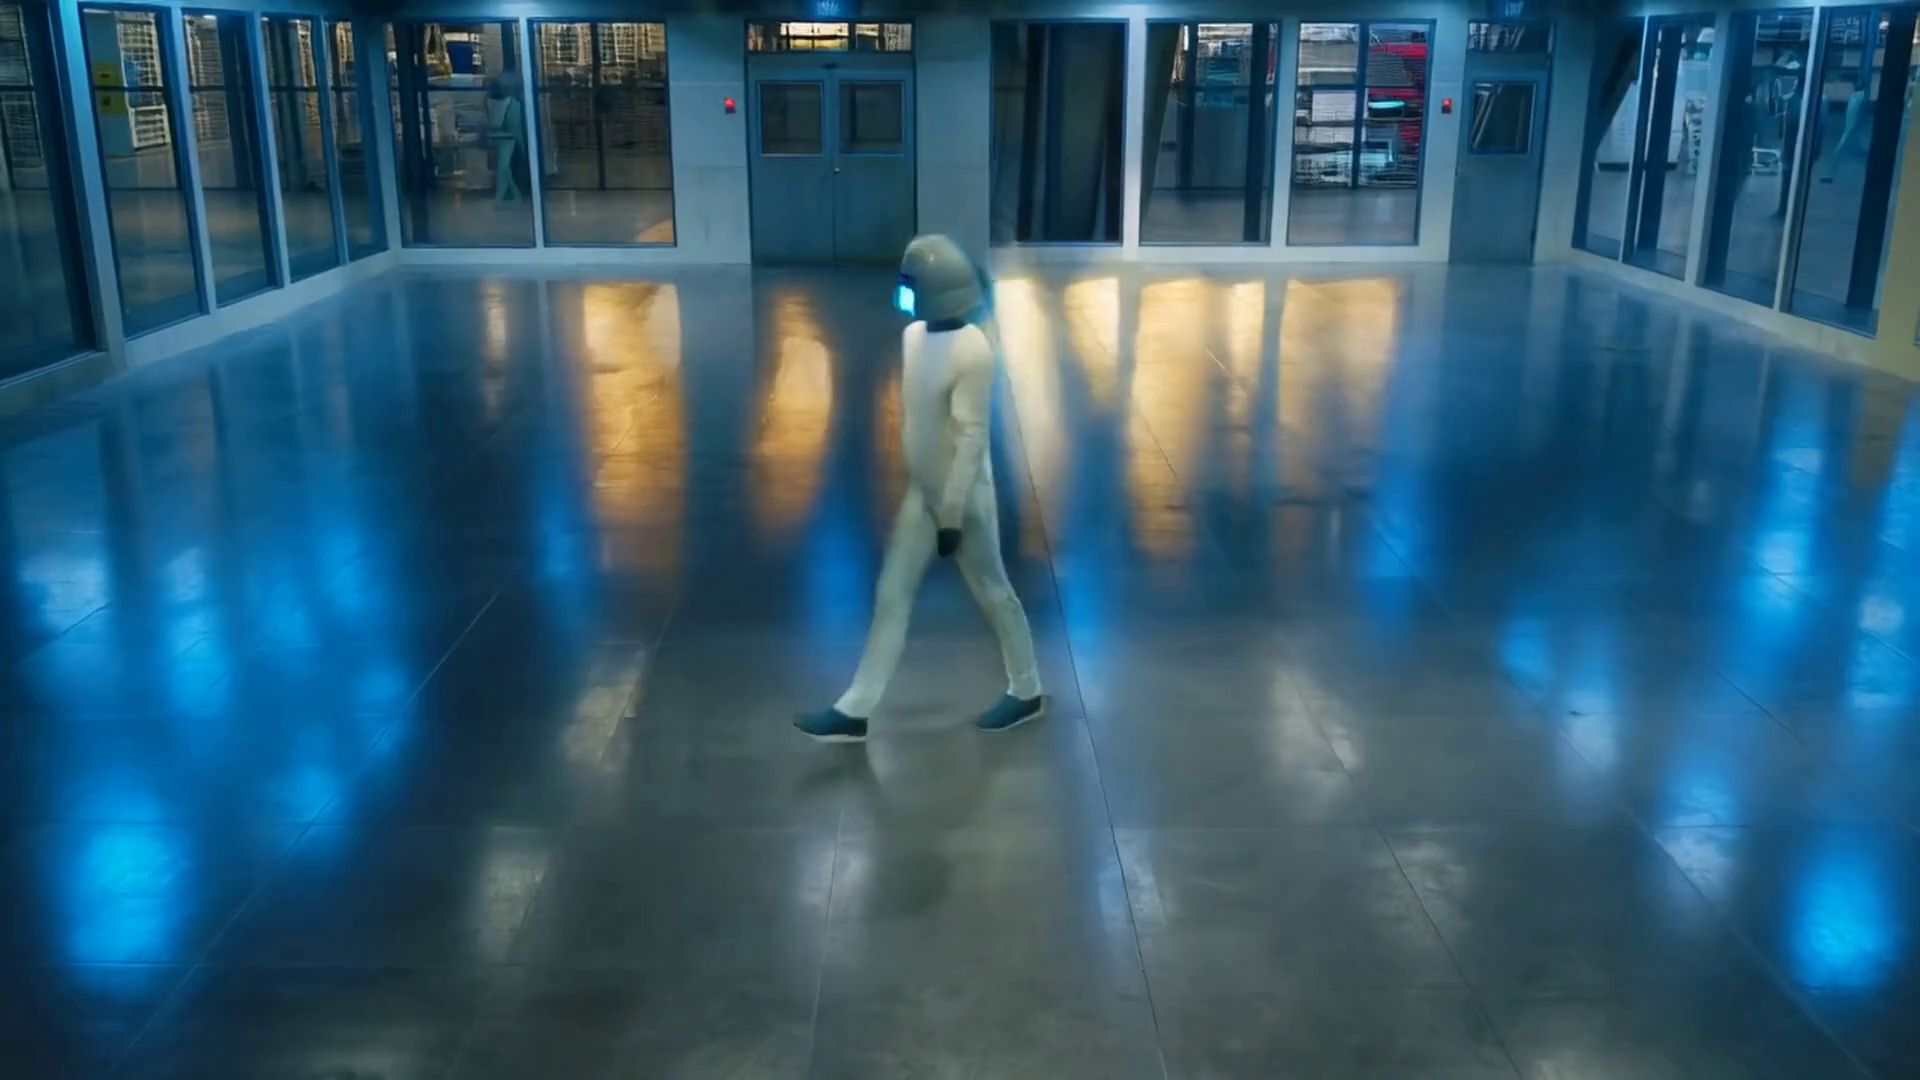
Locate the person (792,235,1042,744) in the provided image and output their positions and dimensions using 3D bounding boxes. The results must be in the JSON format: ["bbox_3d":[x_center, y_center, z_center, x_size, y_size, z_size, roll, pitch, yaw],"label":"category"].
[{"bbox_3d":[-0.083,-0.127,5.080,0.845,1.579,0.520,-9,19,-28],"label":"person"}]
